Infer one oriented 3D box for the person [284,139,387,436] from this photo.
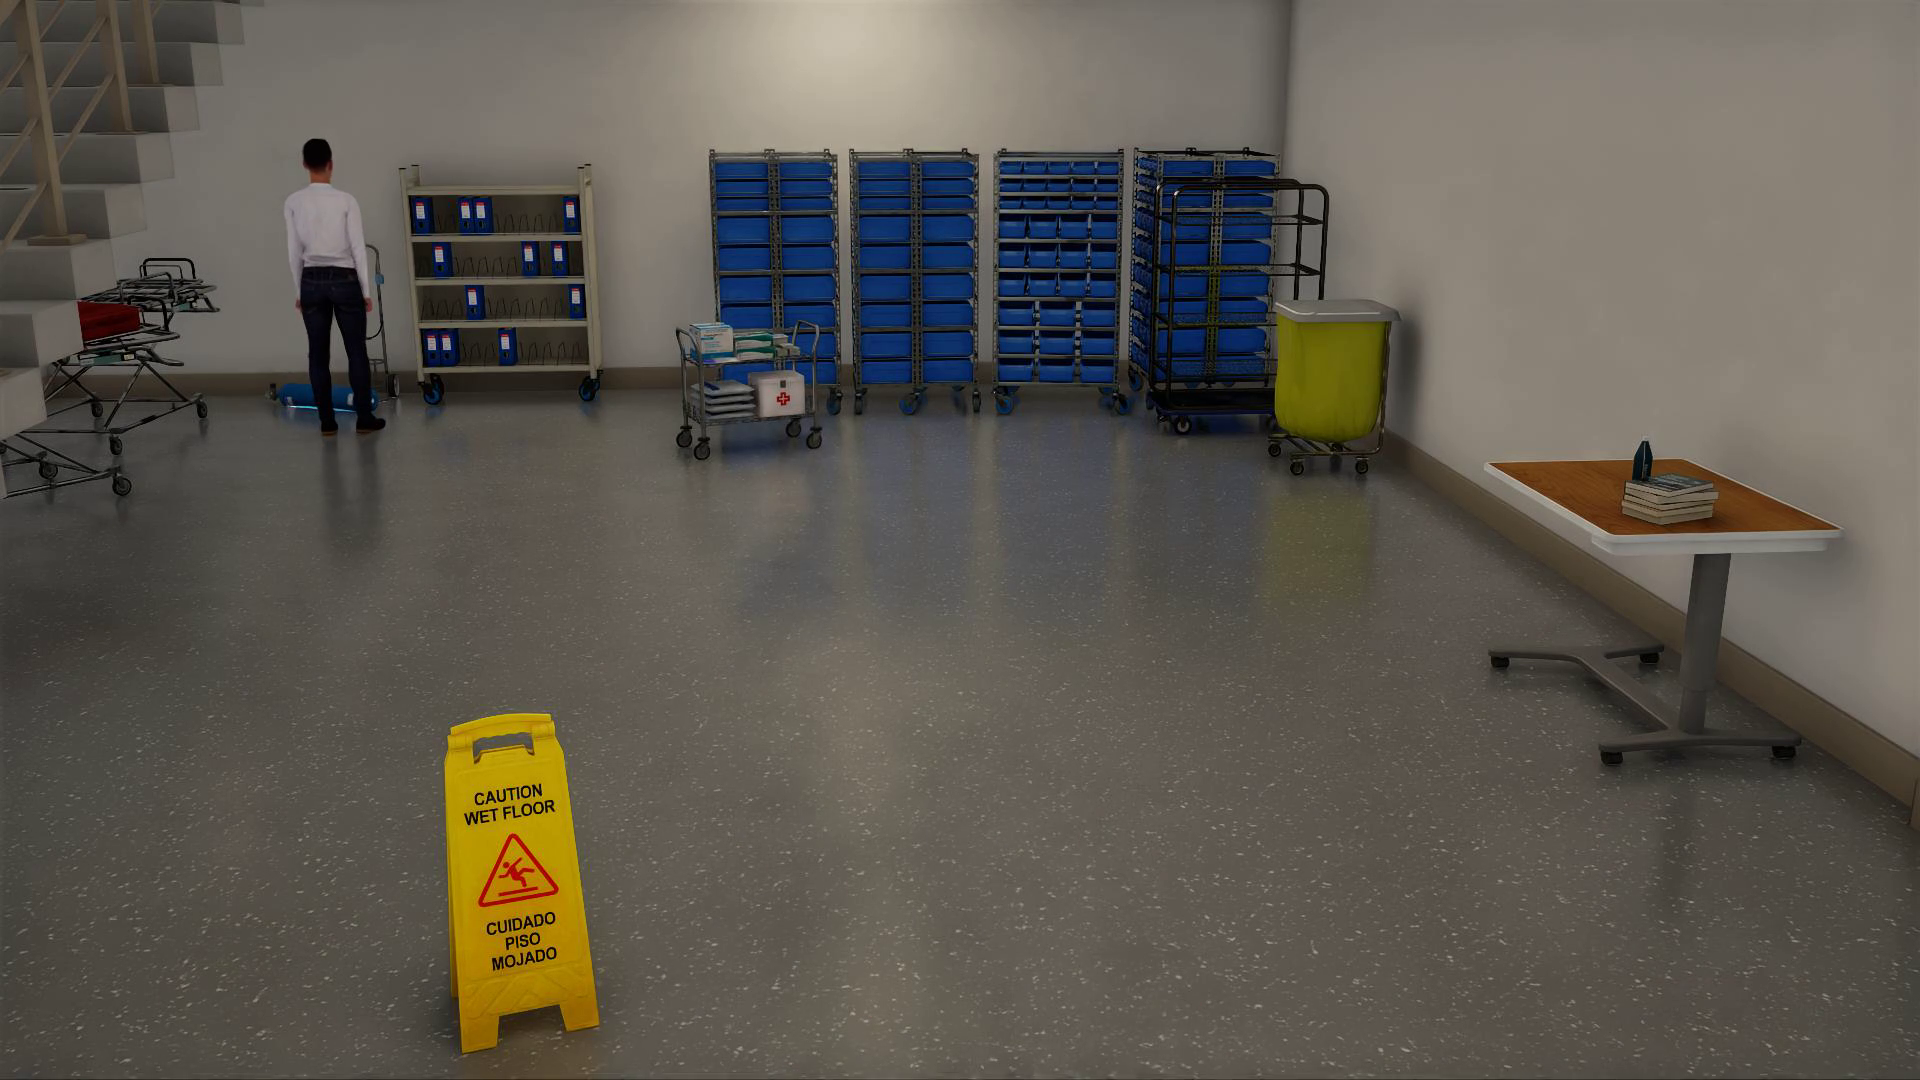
[{"bbox_3d":[-4.018,-1.609,10.613,0.617,1.869,0.560,-2,16,-7],"label":"person"}]
